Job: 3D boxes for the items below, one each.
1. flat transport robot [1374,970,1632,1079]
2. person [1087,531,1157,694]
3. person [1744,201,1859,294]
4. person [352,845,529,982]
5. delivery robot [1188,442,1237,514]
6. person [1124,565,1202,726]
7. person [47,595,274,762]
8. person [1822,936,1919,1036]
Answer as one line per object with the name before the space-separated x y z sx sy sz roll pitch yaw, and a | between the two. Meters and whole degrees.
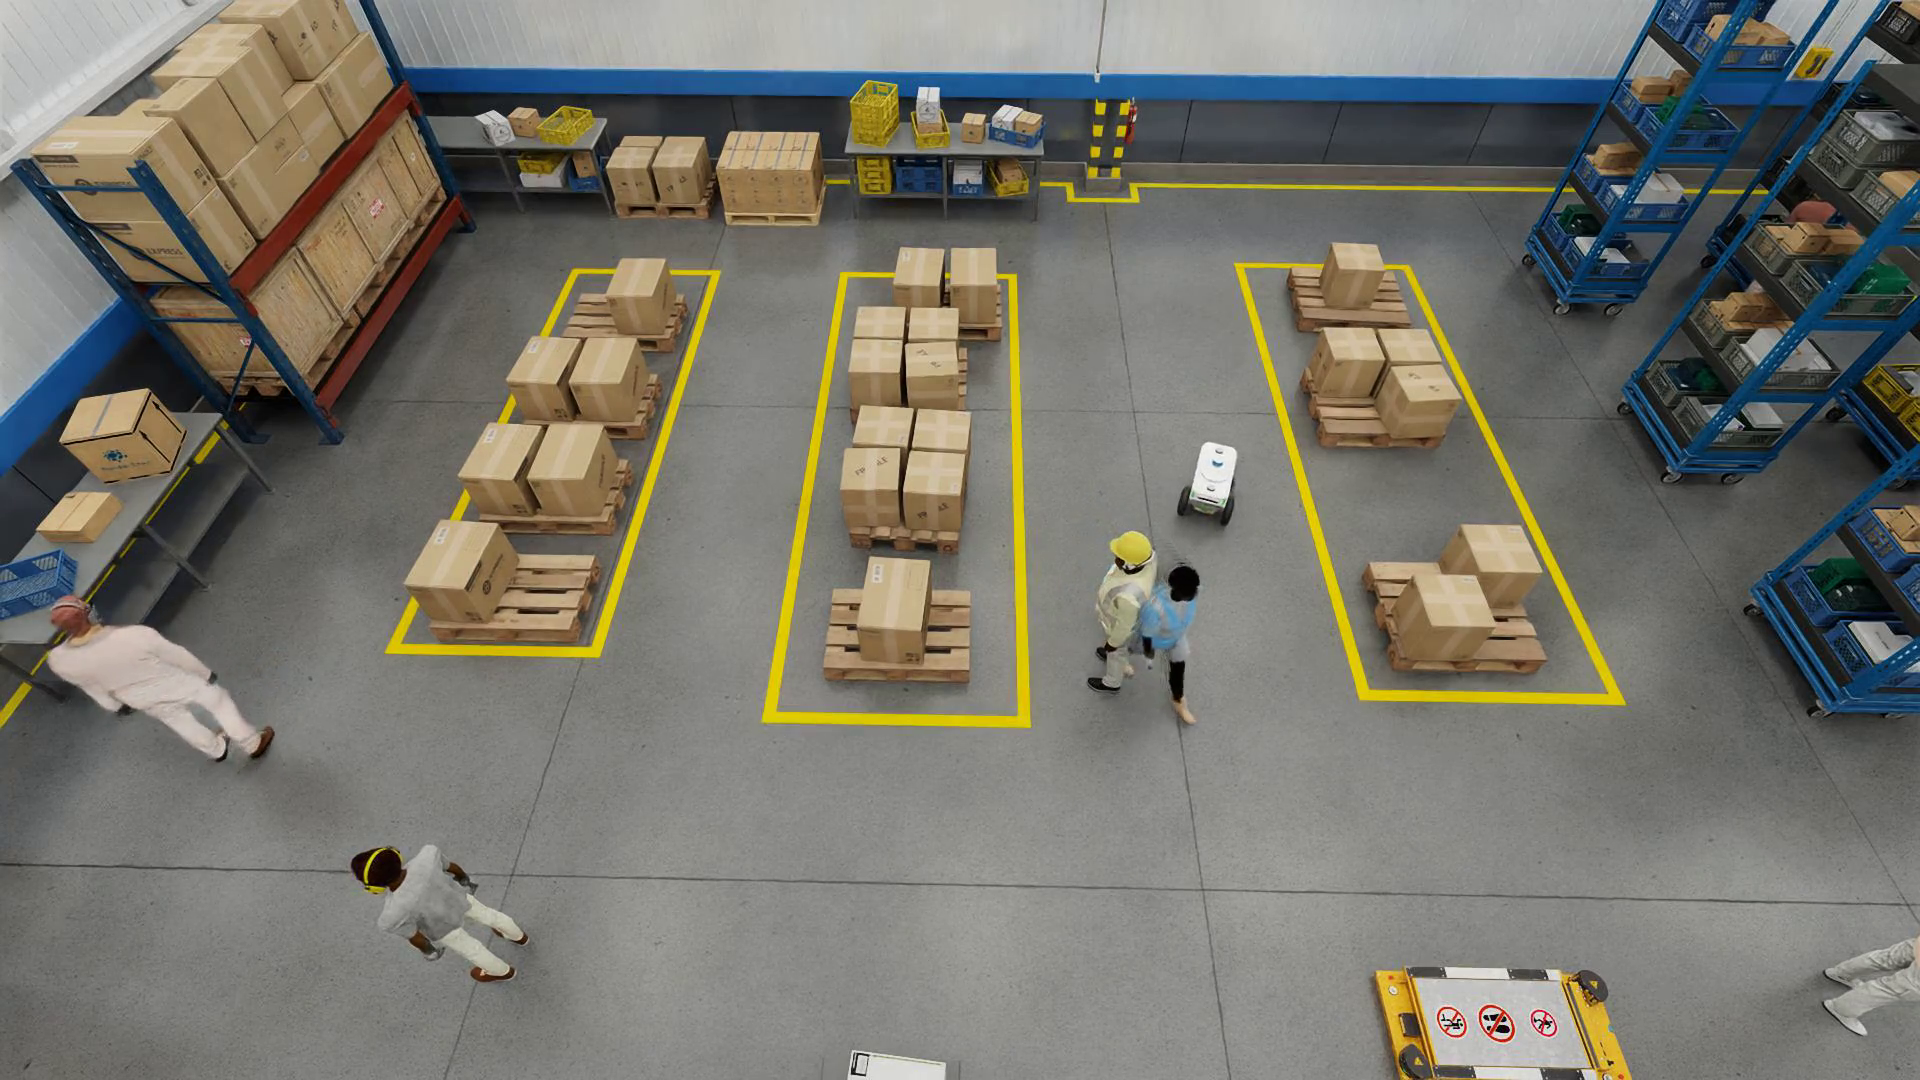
flat transport robot | 3.501 3.133 5.914 1.431 0.197 0.652 1 51 1
person | 1.230 0.561 7.009 0.403 1.831 0.596 17 53 13
person | 8.902 -2.977 9.799 0.415 1.984 0.633 -37 60 -26
person | -3.142 2.277 5.587 0.328 1.873 0.512 7 51 6
delivery robot | 2.410 -0.606 8.722 0.477 0.478 0.707 15 52 12
person | 1.558 0.730 6.988 0.533 1.645 0.880 -22 54 -17
person | -5.762 1.033 6.589 0.667 1.895 0.414 -18 53 -14
person | 5.898 2.547 5.511 0.308 1.645 0.517 29 56 22
